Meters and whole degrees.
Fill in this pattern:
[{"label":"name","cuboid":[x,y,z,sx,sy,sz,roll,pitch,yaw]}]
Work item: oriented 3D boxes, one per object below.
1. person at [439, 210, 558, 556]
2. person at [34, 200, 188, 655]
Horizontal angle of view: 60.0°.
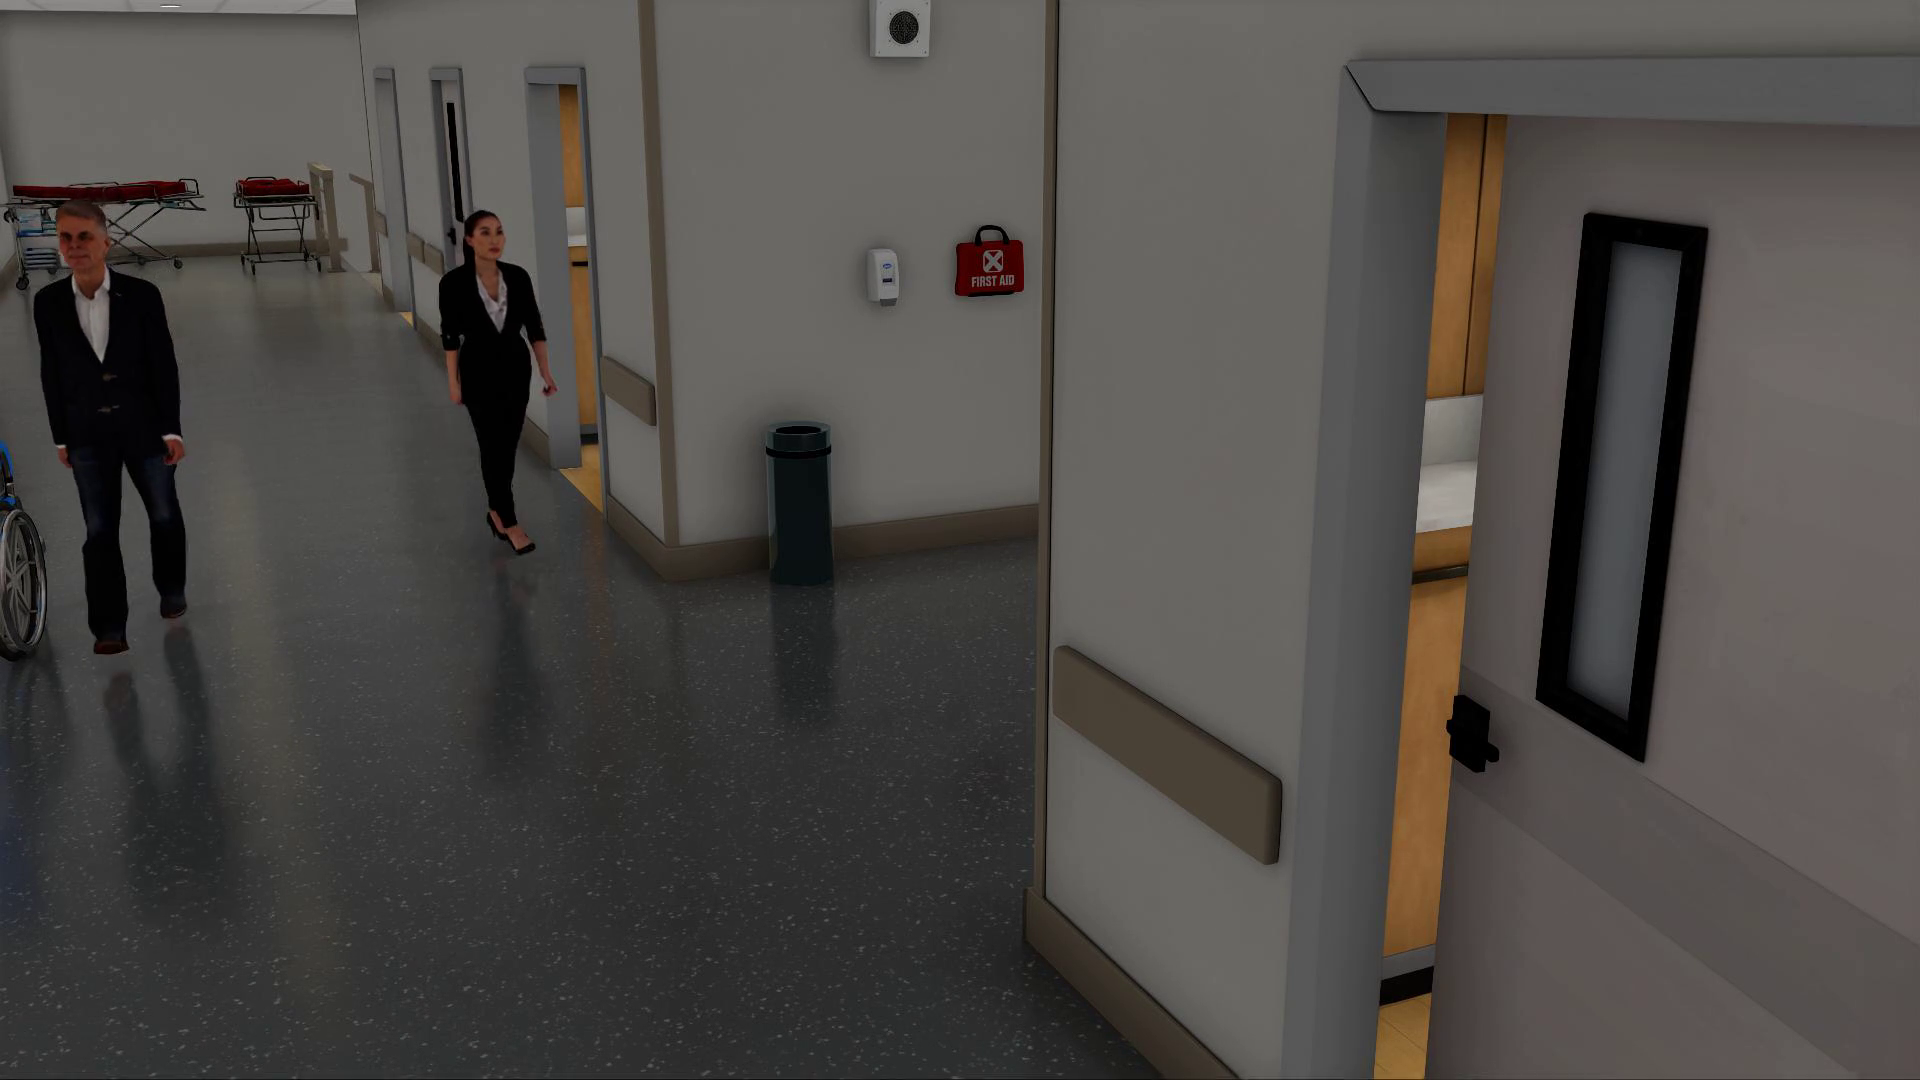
[{"label":"person","cuboid":[-2.289,-0.763,8.112,0.736,1.635,0.988,-12,20,-37]},{"label":"person","cuboid":[-3.403,-0.463,6.799,0.752,1.769,1.196,-5,17,-18]}]
